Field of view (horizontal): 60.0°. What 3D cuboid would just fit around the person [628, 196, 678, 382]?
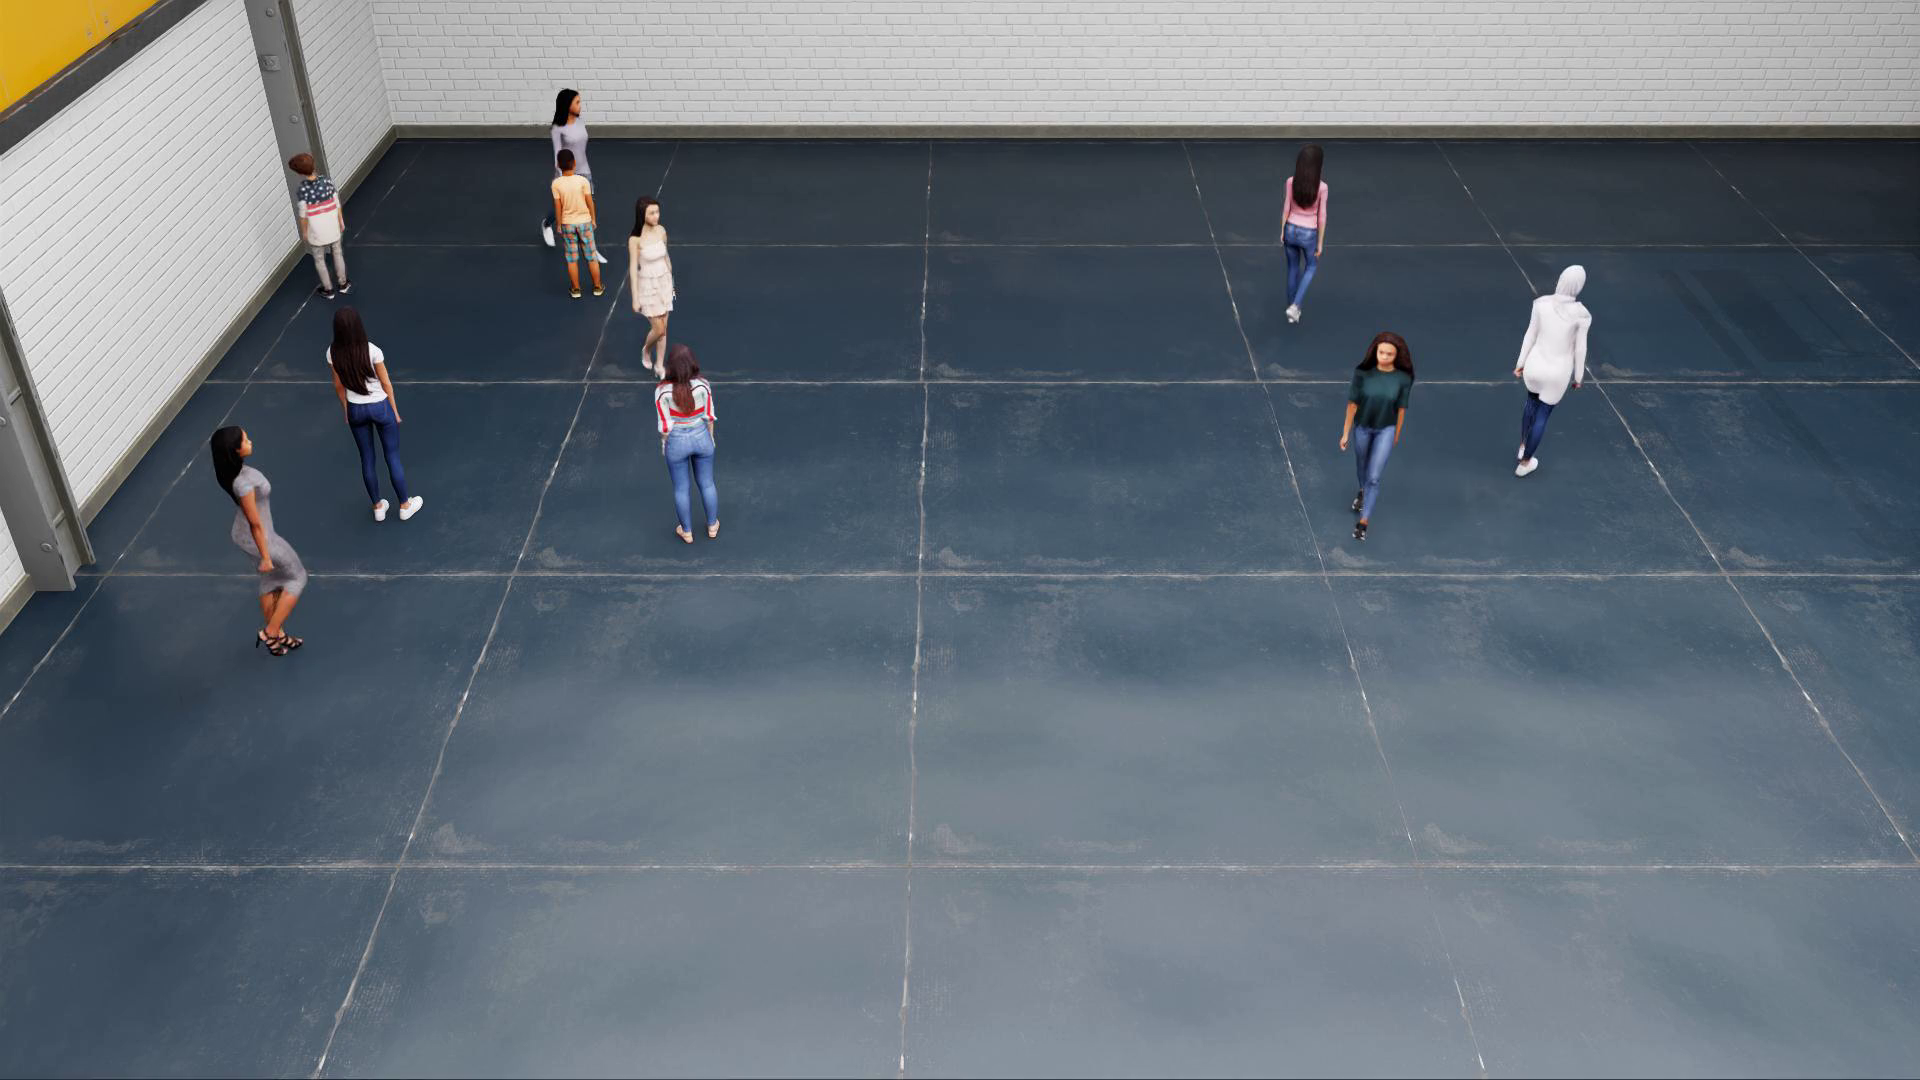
[{"bbox_3d":[-2.698,-2.158,14.341,0.827,1.727,0.766,24,41,32],"label":"person"}]

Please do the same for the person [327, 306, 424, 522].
[{"bbox_3d":[-4.418,-0.940,12.466,0.590,1.775,0.518,2,34,3],"label":"person"}]

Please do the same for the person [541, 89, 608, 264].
[{"bbox_3d":[-3.931,-3.628,16.579,1.161,1.700,1.152,27,42,34],"label":"person"}]

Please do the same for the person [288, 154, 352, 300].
[{"bbox_3d":[-6.101,-3.029,15.920,0.642,1.430,0.685,-14,36,-20],"label":"person"}]

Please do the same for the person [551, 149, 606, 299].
[{"bbox_3d":[-3.663,-3.023,15.883,0.567,1.461,0.547,-7,34,-10],"label":"person"}]

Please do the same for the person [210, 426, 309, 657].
[{"bbox_3d":[-4.695,0.066,10.955,0.745,1.772,0.805,29,43,36],"label":"person"}]

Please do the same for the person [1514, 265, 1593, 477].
[{"bbox_3d":[4.552,-1.282,12.992,0.780,1.763,0.827,25,41,32],"label":"person"}]

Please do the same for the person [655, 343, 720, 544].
[{"bbox_3d":[-2.004,-0.721,12.281,0.657,1.615,0.633,-11,35,-17],"label":"person"}]

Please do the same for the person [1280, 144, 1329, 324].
[{"bbox_3d":[3.096,-2.763,15.246,0.739,1.734,0.846,15,37,22],"label":"person"}]

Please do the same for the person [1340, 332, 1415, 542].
[{"bbox_3d":[3.125,-0.863,12.526,0.858,1.581,1.113,14,36,19],"label":"person"}]
